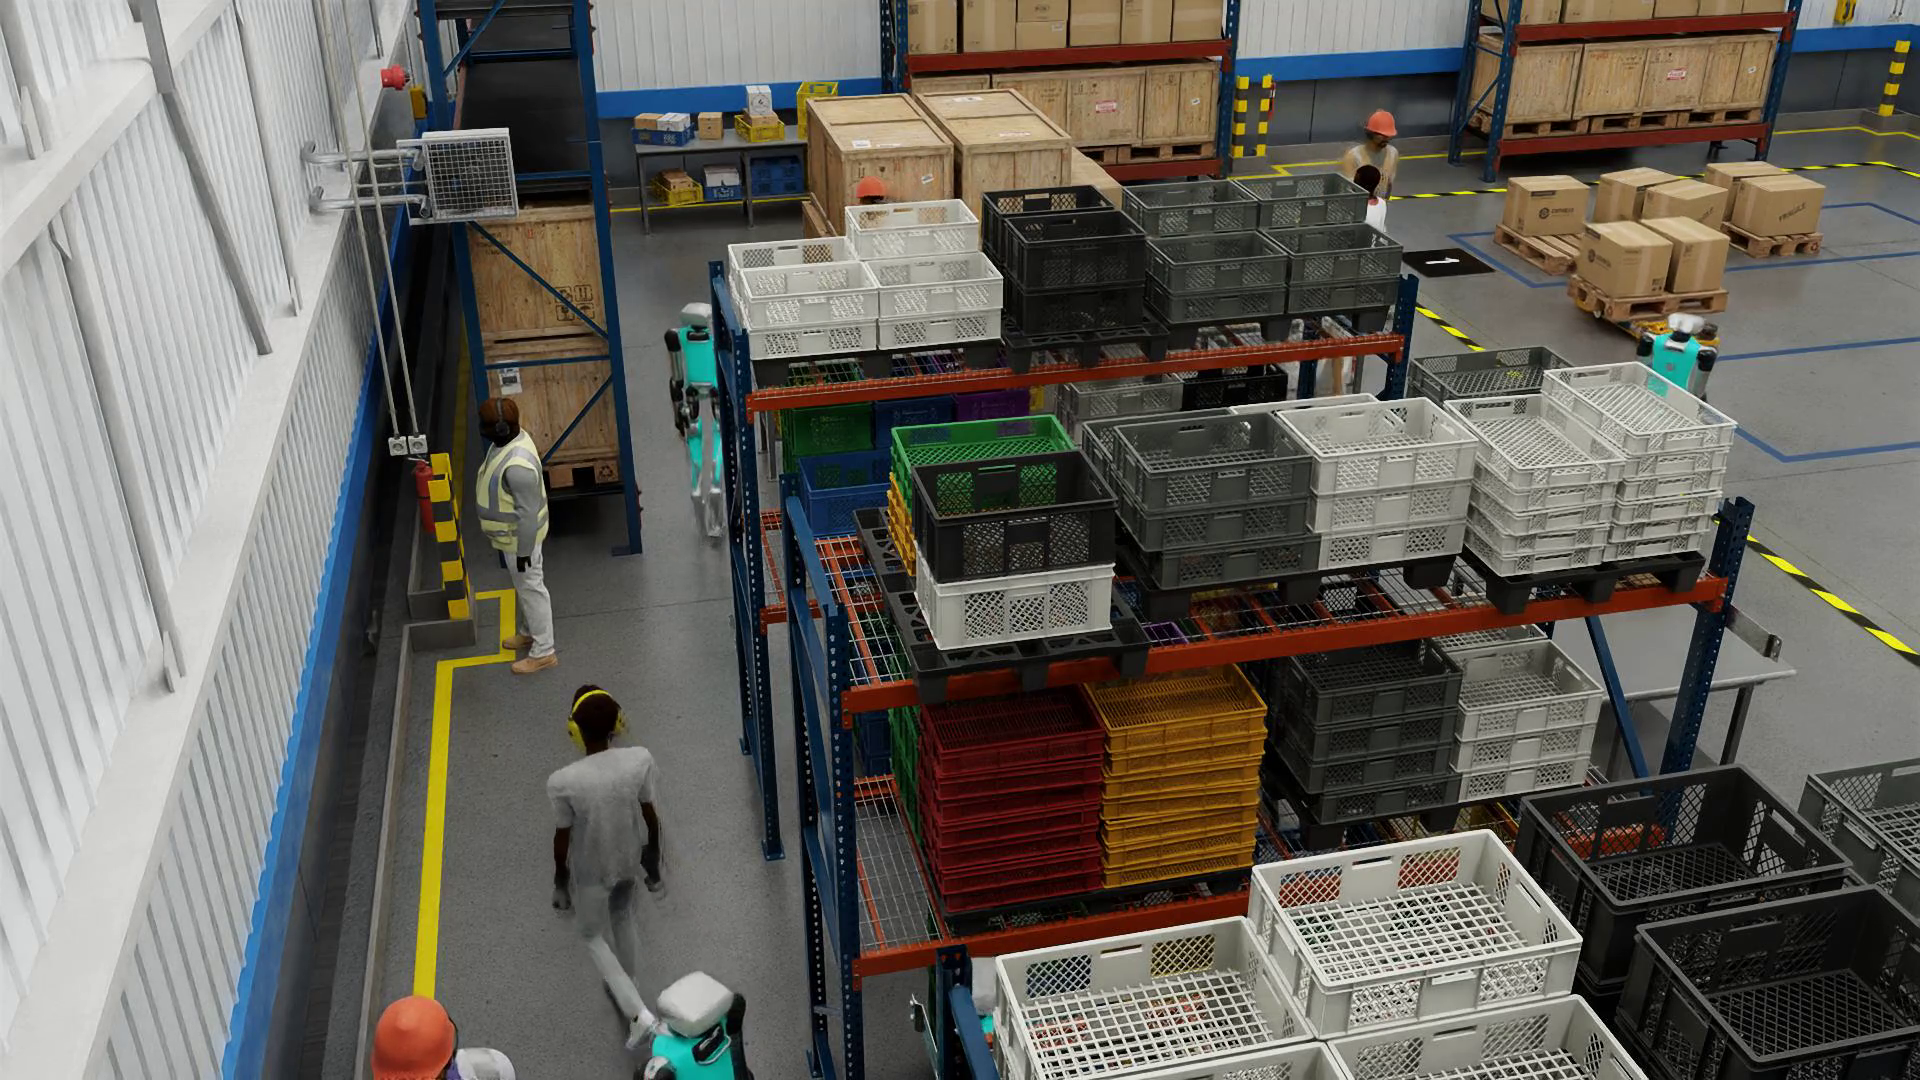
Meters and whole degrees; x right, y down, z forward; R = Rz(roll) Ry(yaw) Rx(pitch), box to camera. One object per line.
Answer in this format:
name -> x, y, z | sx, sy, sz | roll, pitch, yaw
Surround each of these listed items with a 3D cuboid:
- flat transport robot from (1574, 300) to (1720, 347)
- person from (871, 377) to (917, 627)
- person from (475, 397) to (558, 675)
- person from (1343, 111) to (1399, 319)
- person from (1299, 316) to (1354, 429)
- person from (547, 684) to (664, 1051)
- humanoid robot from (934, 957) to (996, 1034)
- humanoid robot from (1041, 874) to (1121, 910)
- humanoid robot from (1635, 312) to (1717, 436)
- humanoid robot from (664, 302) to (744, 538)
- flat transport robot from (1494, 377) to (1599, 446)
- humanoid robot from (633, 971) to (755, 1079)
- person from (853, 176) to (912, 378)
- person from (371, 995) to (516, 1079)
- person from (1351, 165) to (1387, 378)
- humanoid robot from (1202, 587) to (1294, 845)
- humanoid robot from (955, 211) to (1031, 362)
flat transport robot -> 6.664, -2.185, 16.162 | 0.652, 0.197, 1.431 | -6, 28, -12
person -> -0.423, -0.228, 10.872 | 0.532, 1.768, 0.309 | 5, 28, 9
person -> -2.789, -0.039, 10.433 | 0.429, 1.842, 0.632 | -11, 30, -19
person -> 3.994, -3.125, 16.122 | 0.611, 2.004, 0.943 | -8, 29, -15
person -> 2.793, -1.290, 12.821 | 0.653, 1.832, 0.572 | -2, 28, -4
person -> -1.576, 1.498, 7.505 | 0.526, 1.850, 0.617 | -21, 34, -34
humanoid robot -> 0.312, 2.255, 6.242 | 1.014, 1.775, 0.531 | -8, 29, -15
humanoid robot -> 0.610, 1.232, 8.220 | 0.708, 1.628, 0.603 | 14, 31, 25
humanoid robot -> 5.151, -0.874, 12.135 | 0.545, 1.769, 0.899 | 18, 33, 30
humanoid robot -> -1.855, -0.718, 11.935 | 0.546, 1.883, 0.716 | 4, 28, 7
flat transport robot -> 4.780, -1.036, 14.013 | 0.659, 0.231, 1.431 | -6, 28, -12
humanoid robot -> -0.713, 2.420, 5.991 | 0.768, 1.862, 0.547 | 14, 31, 24
person -> -0.657, -2.217, 14.508 | 0.814, 1.903, 0.562 | 0, 28, 1
person -> -1.743, 2.347, 5.696 | 0.607, 2.040, 0.390 | -16, 32, -28
person -> 3.552, -2.383, 14.797 | 0.393, 1.922, 0.589 | 15, 31, 26
humanoid robot -> 1.508, 0.970, 8.751 | 0.789, 1.623, 0.599 | 6, 28, 11
humanoid robot -> 0.203, -1.815, 13.966 | 0.801, 1.802, 0.534 | -19, 33, -31
